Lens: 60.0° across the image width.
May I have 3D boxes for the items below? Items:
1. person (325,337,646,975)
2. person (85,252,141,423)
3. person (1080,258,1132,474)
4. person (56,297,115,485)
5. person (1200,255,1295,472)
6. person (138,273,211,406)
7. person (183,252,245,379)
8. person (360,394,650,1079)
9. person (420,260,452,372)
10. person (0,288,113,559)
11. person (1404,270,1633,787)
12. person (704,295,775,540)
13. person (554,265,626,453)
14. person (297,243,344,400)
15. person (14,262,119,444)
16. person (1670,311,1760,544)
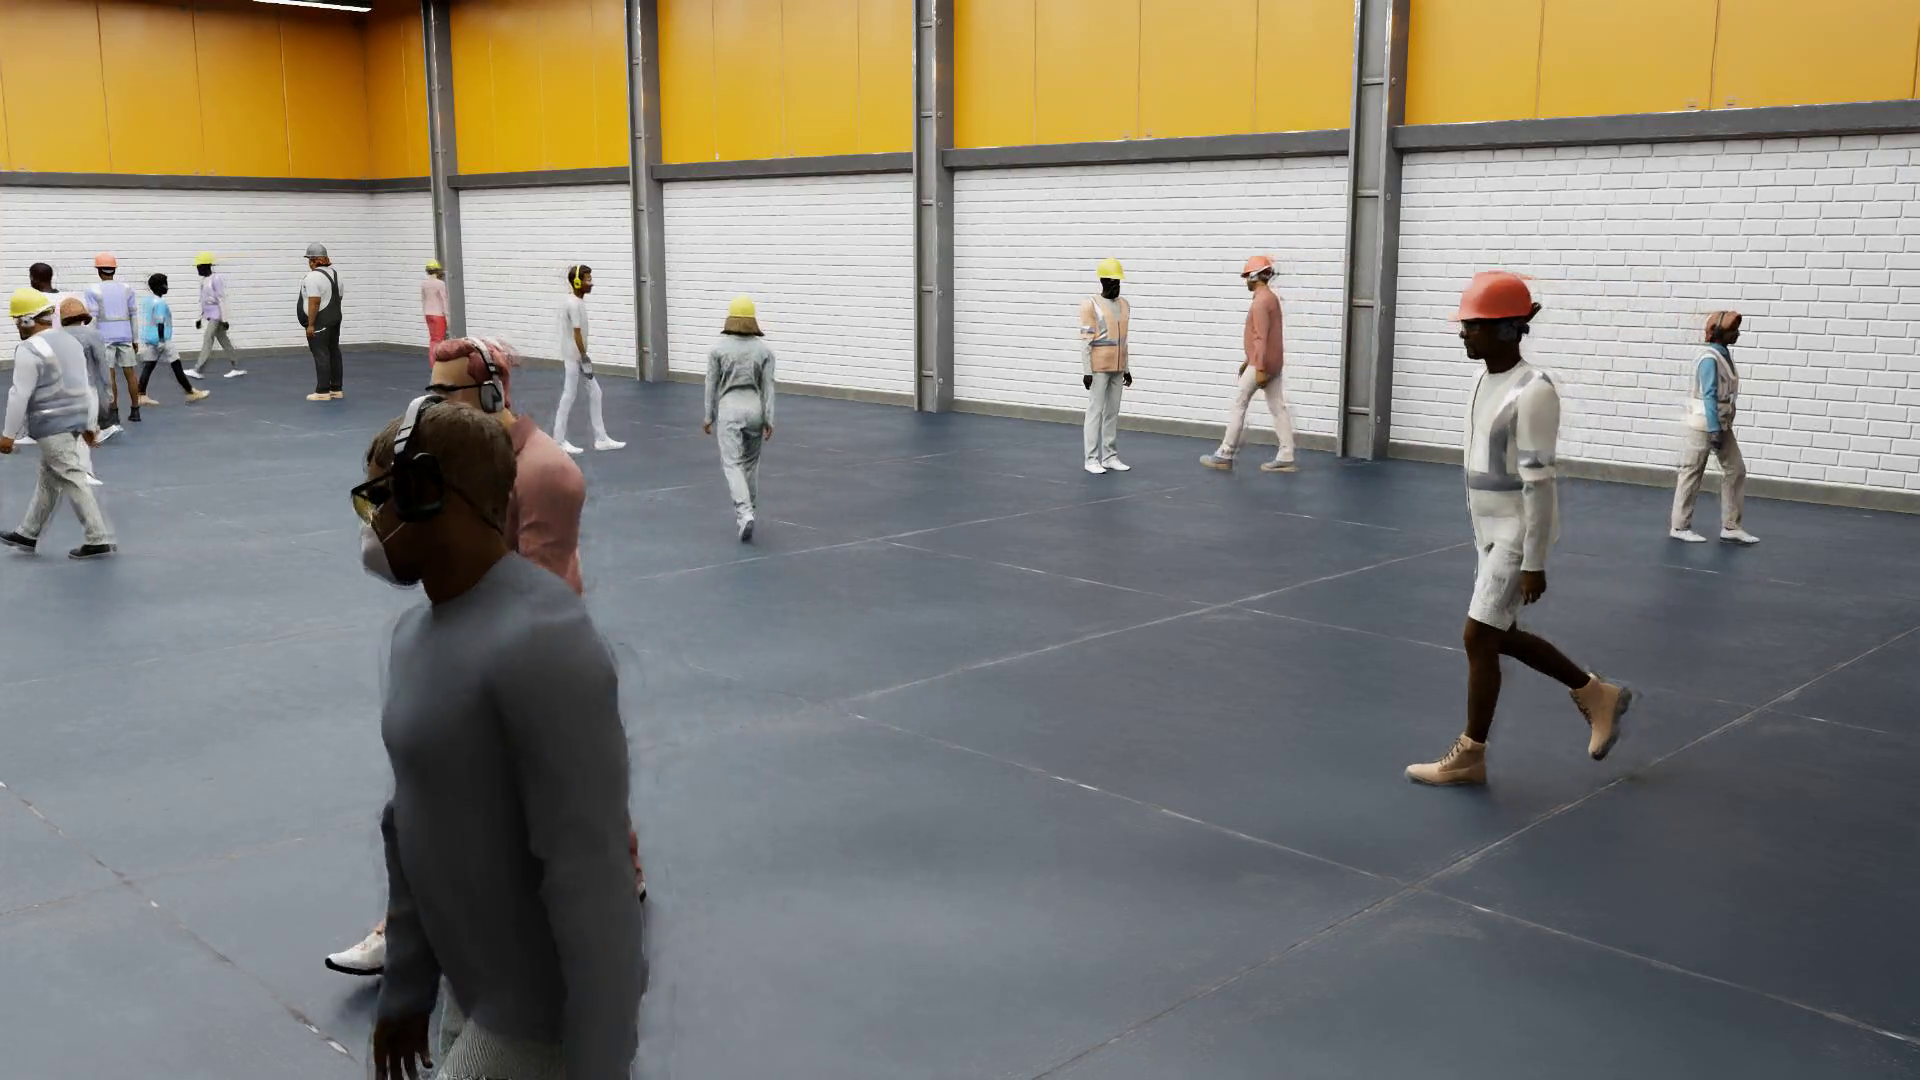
[{"bbox_3d":[-1.355,0.334,4.881,0.638,1.844,1.044,7,13,35],"label":"person"},{"bbox_3d":[-9.665,-2.300,18.968,0.377,1.936,0.549,9,14,42],"label":"person"},{"bbox_3d":[1.334,-1.563,14.976,0.594,1.925,0.369,-9,14,-41],"label":"person"},{"bbox_3d":[-7.633,-1.285,14.368,0.554,1.604,0.617,1,10,4],"label":"person"},{"bbox_3d":[2.634,-1.589,15.070,0.973,1.935,0.624,5,12,26],"label":"person"},{"bbox_3d":[-9.998,-2.521,20.945,0.867,1.648,0.536,-10,14,-43],"label":"person"},{"bbox_3d":[-11.204,-3.340,24.814,1.006,1.867,0.619,-10,14,-43],"label":"person"},{"bbox_3d":[-0.679,0.737,2.556,0.444,1.894,0.730,-5,12,-27],"label":"person"},{"bbox_3d":[-8.152,-3.456,25.863,0.542,1.755,0.333,6,12,31],"label":"person"},{"bbox_3d":[-6.055,-0.748,10.906,0.919,1.779,0.610,0,10,1],"label":"person"},{"bbox_3d":[2.207,-0.031,6.408,0.846,2.015,0.620,0,10,-3],"label":"person"},{"bbox_3d":[-1.539,-0.876,11.811,0.489,1.712,0.814,-4,11,-21],"label":"person"},{"bbox_3d":[-3.656,-1.765,16.321,0.833,1.835,0.546,-1,10,-7],"label":"person"},{"bbox_3d":[-8.334,-2.838,21.620,0.539,2.000,0.689,2,11,9],"label":"person"},{"bbox_3d":[-9.171,-1.896,16.993,1.003,1.873,0.584,1,10,4],"label":"person"},{"bbox_3d":[5.251,-0.756,11.410,0.690,1.609,0.535,9,14,40],"label":"person"}]
